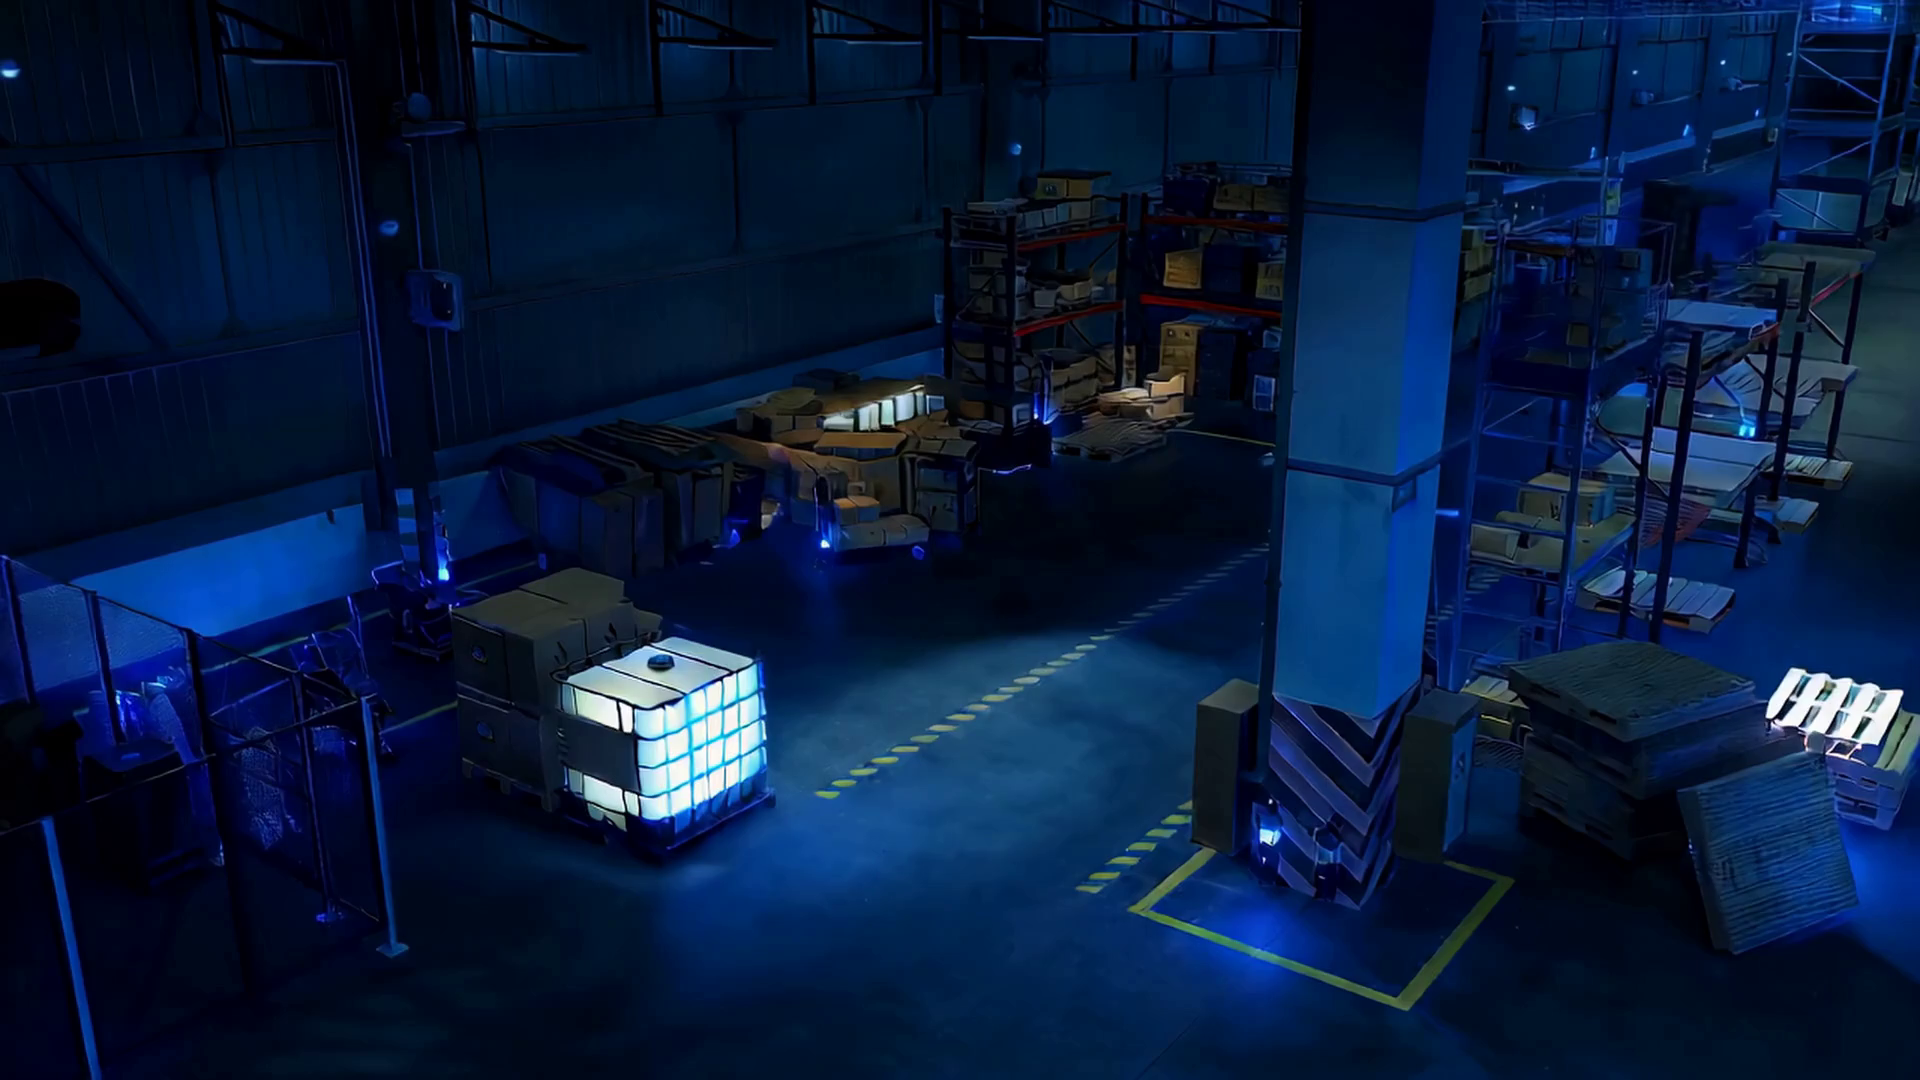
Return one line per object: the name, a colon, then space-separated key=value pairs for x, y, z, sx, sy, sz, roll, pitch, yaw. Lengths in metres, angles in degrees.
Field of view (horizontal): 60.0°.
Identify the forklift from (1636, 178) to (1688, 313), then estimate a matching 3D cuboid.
forklift: x=11.442 y=-4.517 z=27.445 sx=1.873 sy=2.768 sz=1.129 roll=-1 pitch=18 yaw=-4
